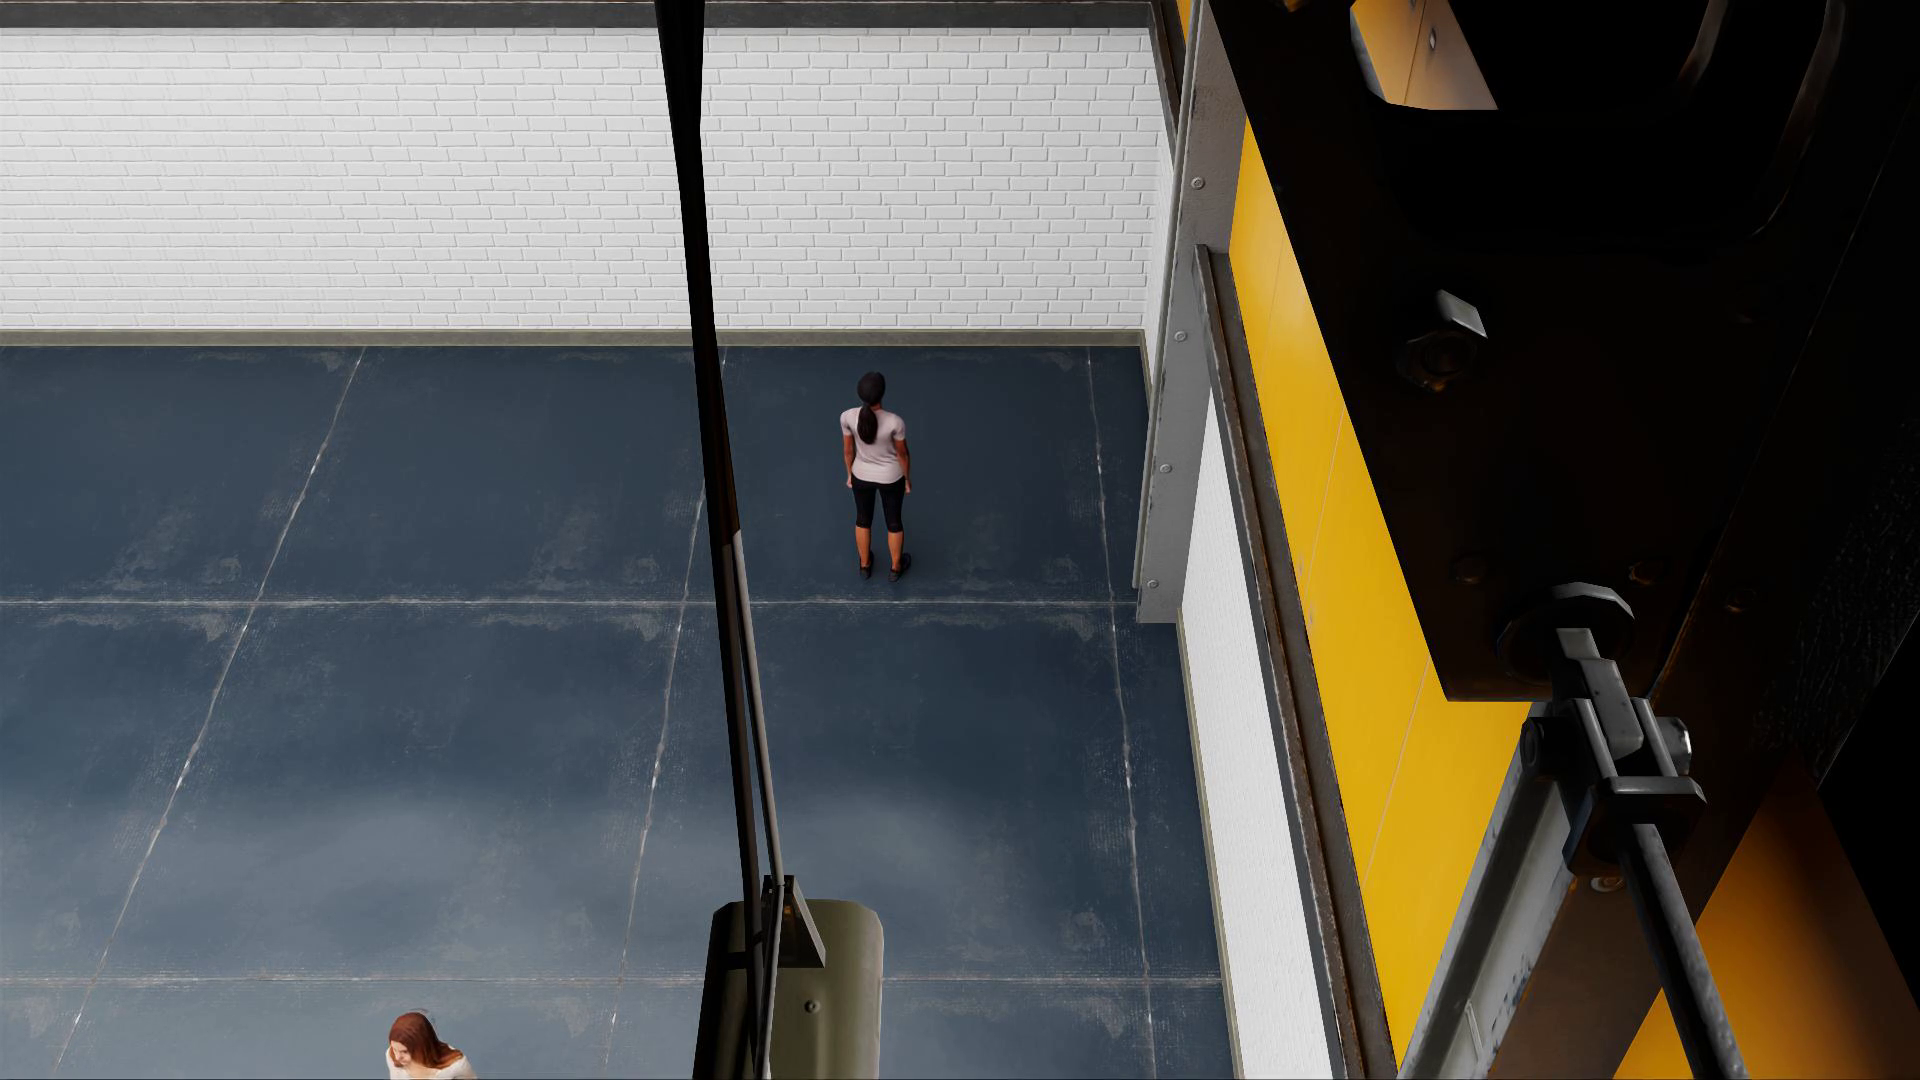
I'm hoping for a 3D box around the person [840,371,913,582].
[{"bbox_3d":[-0.563,-0.424,11.291,0.644,1.748,0.586,7,44,7],"label":"person"}]

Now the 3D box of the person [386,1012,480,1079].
[{"bbox_3d":[-2.460,2.744,7.991,0.639,1.713,0.596,7,44,7],"label":"person"}]
